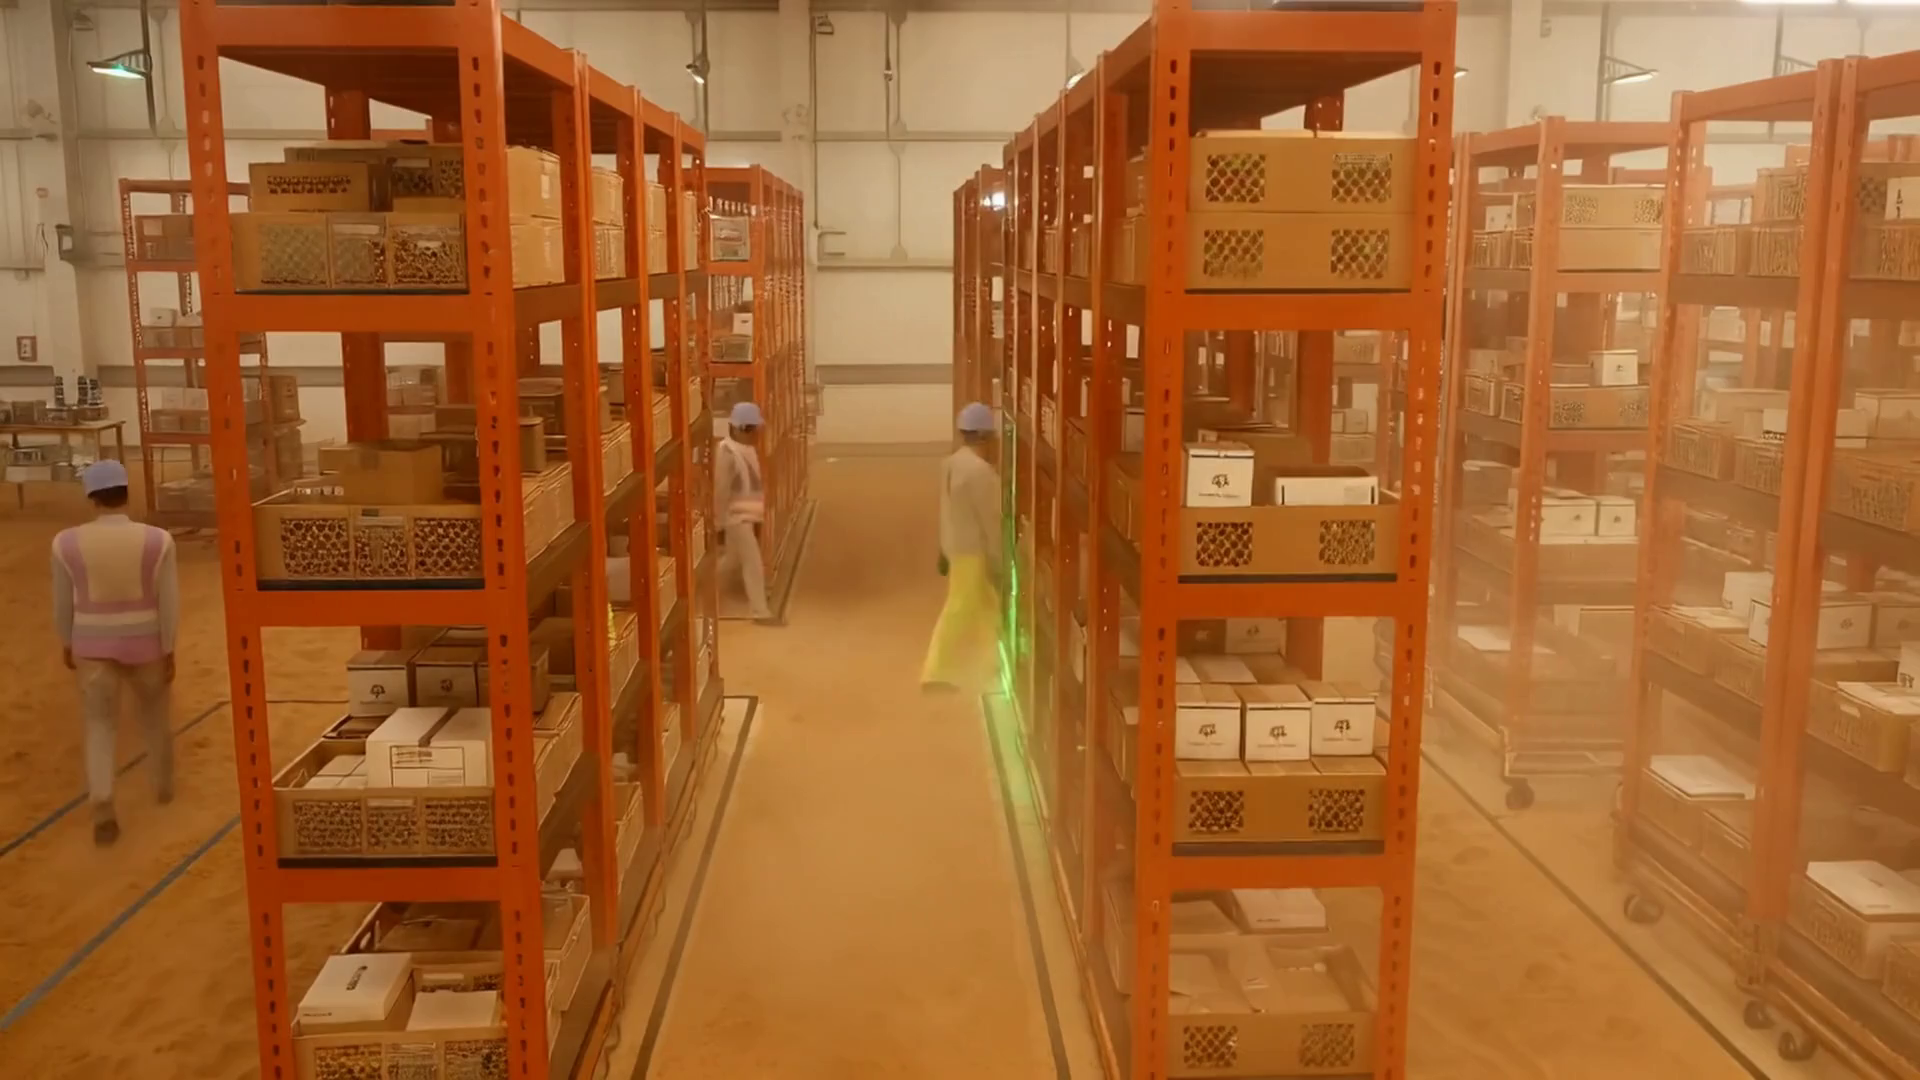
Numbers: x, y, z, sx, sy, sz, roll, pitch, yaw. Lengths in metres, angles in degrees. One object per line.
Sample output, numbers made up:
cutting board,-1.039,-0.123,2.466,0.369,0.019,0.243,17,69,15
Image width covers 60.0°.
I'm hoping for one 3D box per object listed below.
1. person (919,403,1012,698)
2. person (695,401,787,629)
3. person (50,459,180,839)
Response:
person,0.143,0.065,11.076,1.029,1.941,0.634,-4,11,-22
person,-1.800,-0.198,13.031,0.838,1.790,0.602,1,10,6
person,-4.306,0.536,8.522,0.599,1.903,0.908,-4,11,-23
